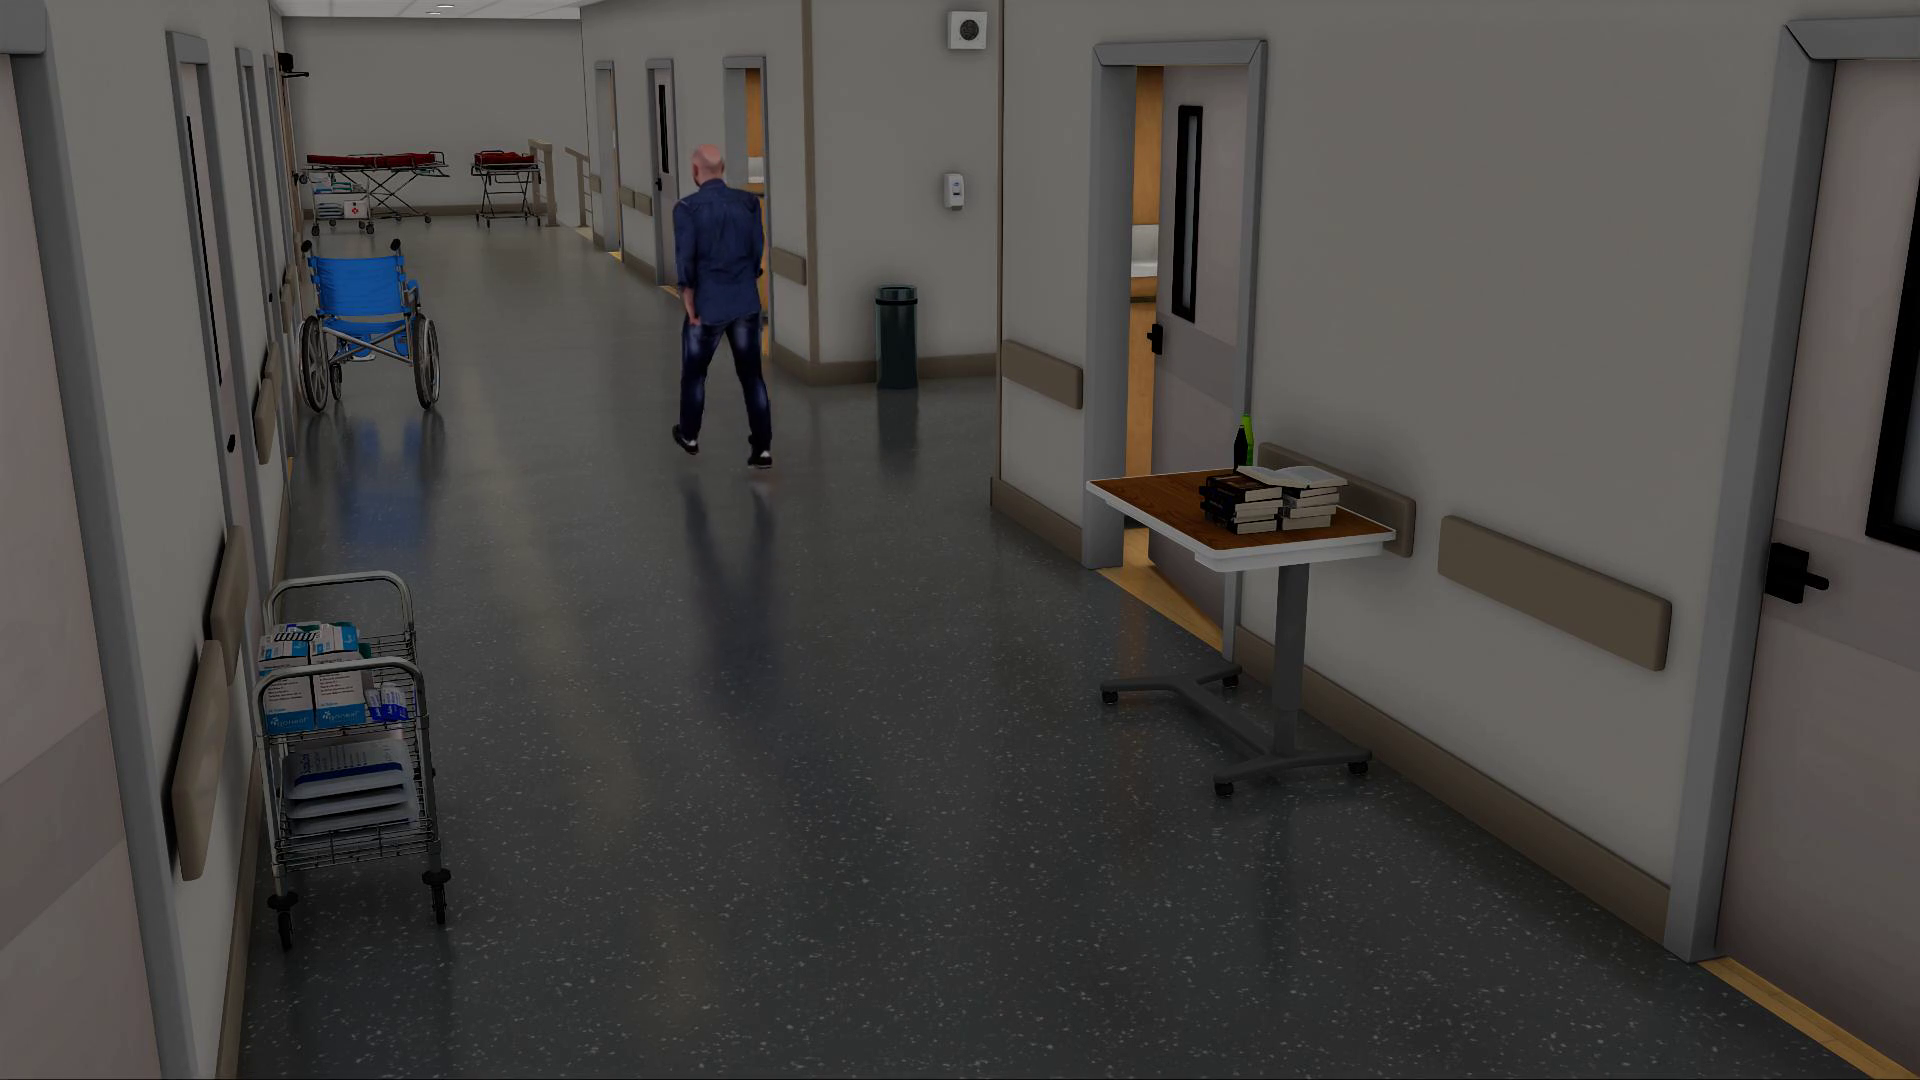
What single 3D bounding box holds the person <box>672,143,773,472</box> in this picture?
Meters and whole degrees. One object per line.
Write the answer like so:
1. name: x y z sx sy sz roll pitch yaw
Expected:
1. person: -1.263 -1.230 9.177 0.846 1.775 1.219 -8 18 -27
